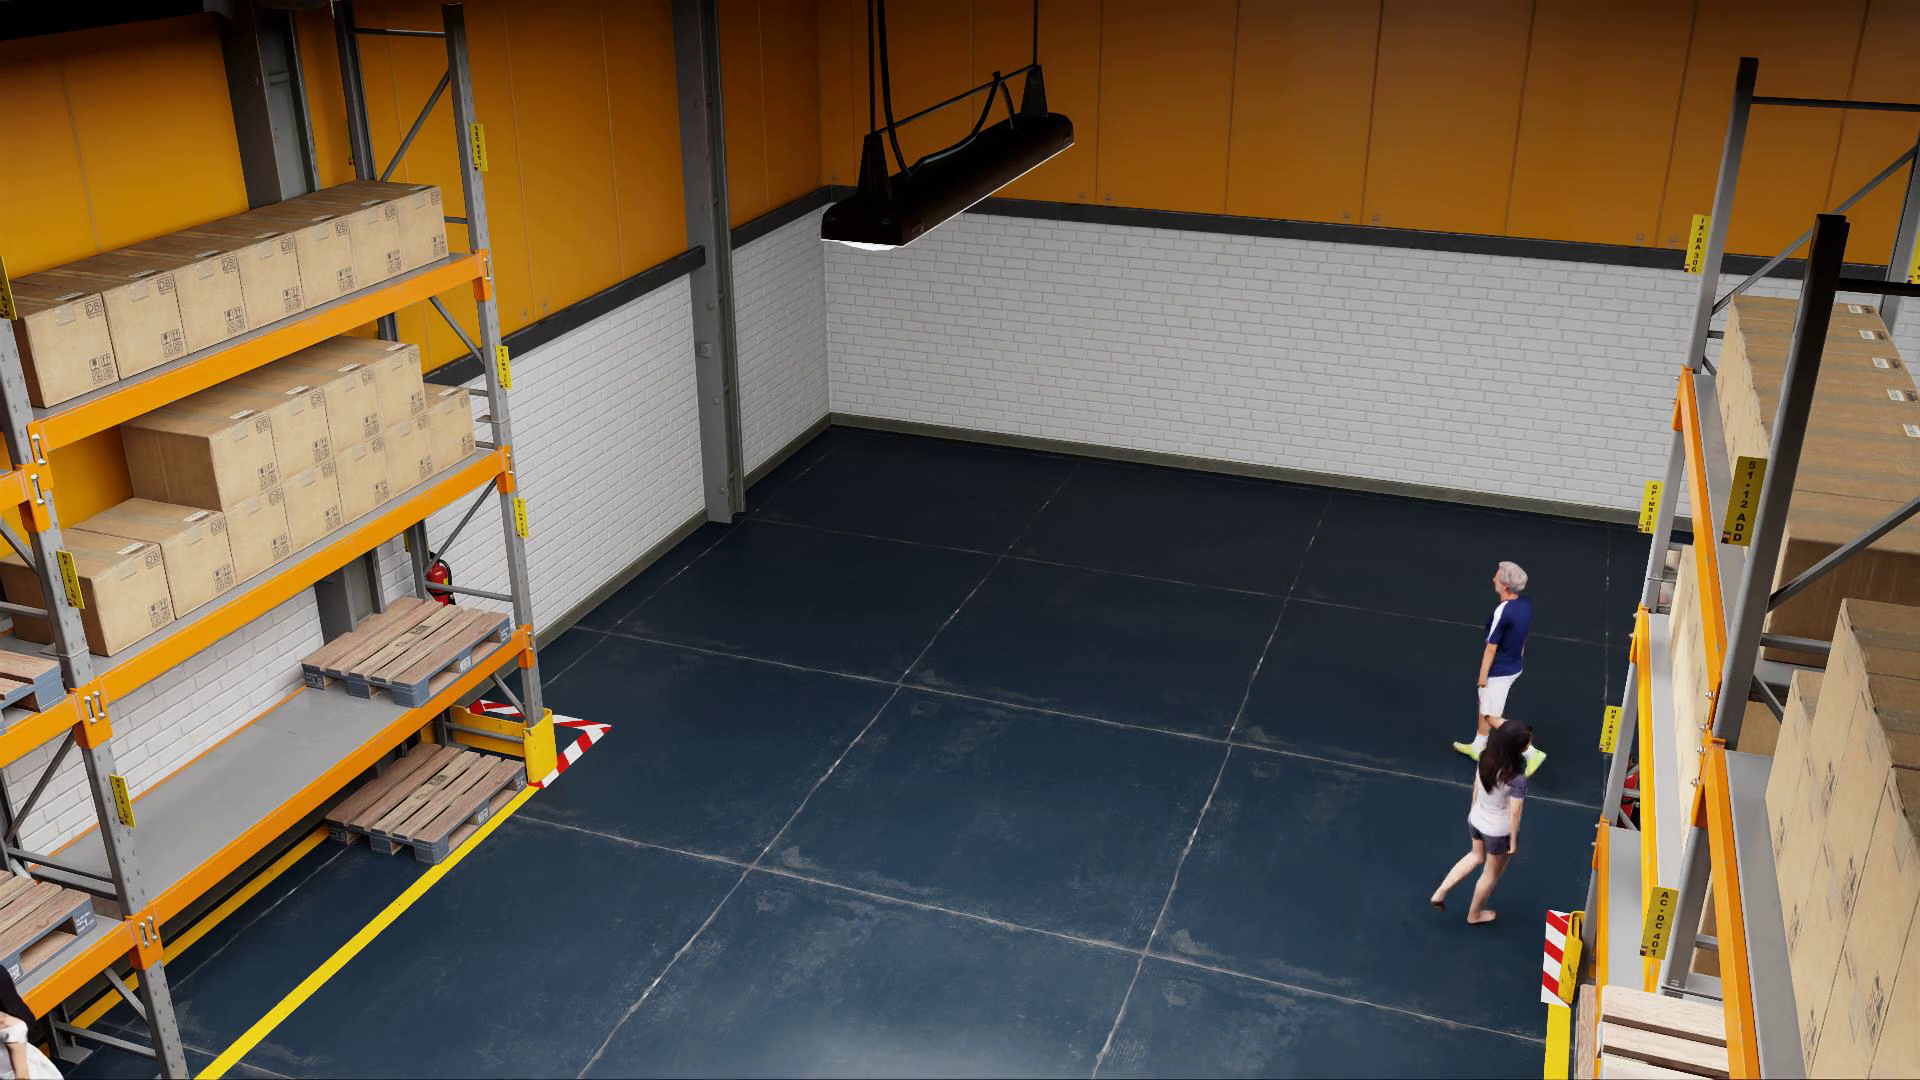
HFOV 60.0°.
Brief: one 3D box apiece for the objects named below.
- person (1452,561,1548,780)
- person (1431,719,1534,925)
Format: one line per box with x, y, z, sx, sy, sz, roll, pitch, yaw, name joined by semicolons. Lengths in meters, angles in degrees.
4.378;1.061;13.229;0.977;1.814;1.098;21;31;39;person
3.578;1.964;11.324;0.881;1.684;0.829;-11;26;-23;person
